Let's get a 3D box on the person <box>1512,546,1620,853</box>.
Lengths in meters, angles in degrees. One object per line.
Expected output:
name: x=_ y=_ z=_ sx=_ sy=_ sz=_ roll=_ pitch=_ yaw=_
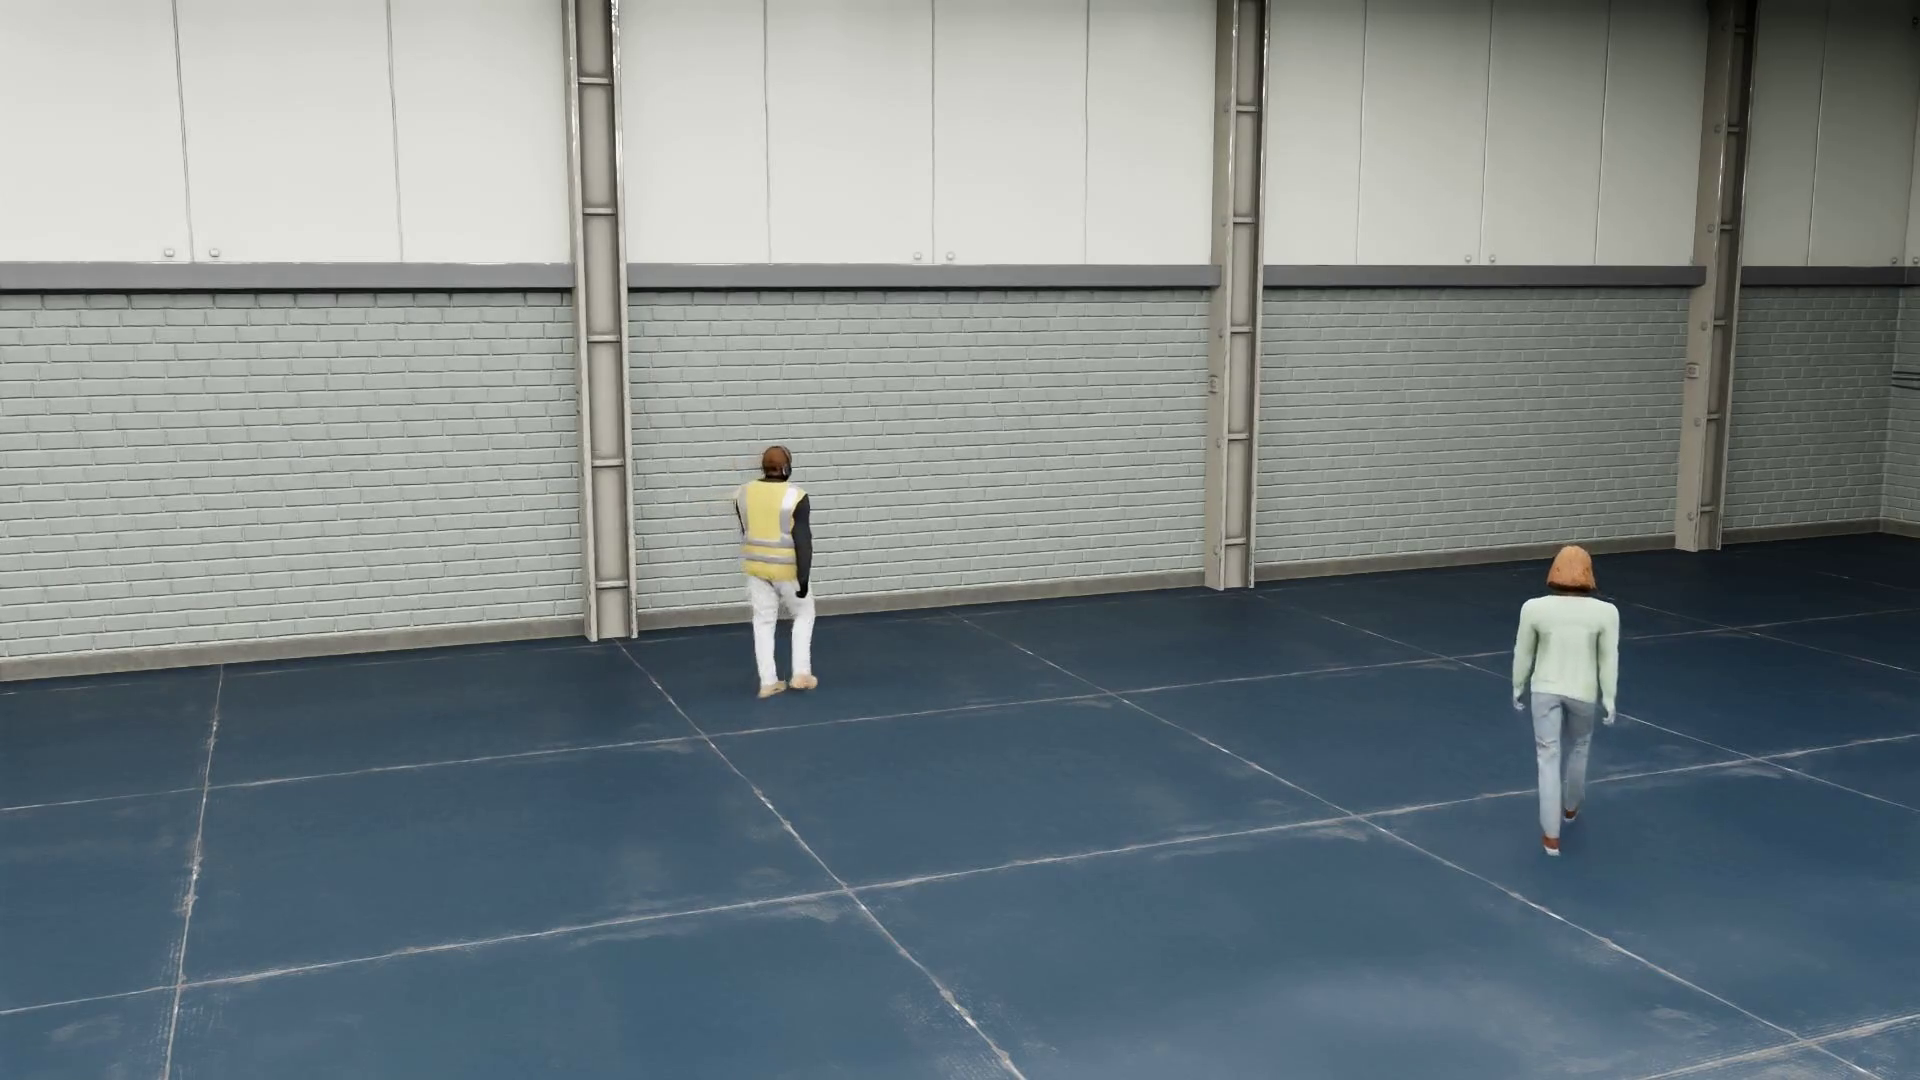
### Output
person: x=3.243 y=0.816 z=8.949 sx=0.523 sy=1.592 sz=0.801 roll=3 pitch=9 yaw=17

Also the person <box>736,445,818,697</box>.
person: x=-1.288 y=0.215 z=12.059 sx=0.635 sy=1.827 sz=0.583 roll=4 pitch=10 yaw=22
